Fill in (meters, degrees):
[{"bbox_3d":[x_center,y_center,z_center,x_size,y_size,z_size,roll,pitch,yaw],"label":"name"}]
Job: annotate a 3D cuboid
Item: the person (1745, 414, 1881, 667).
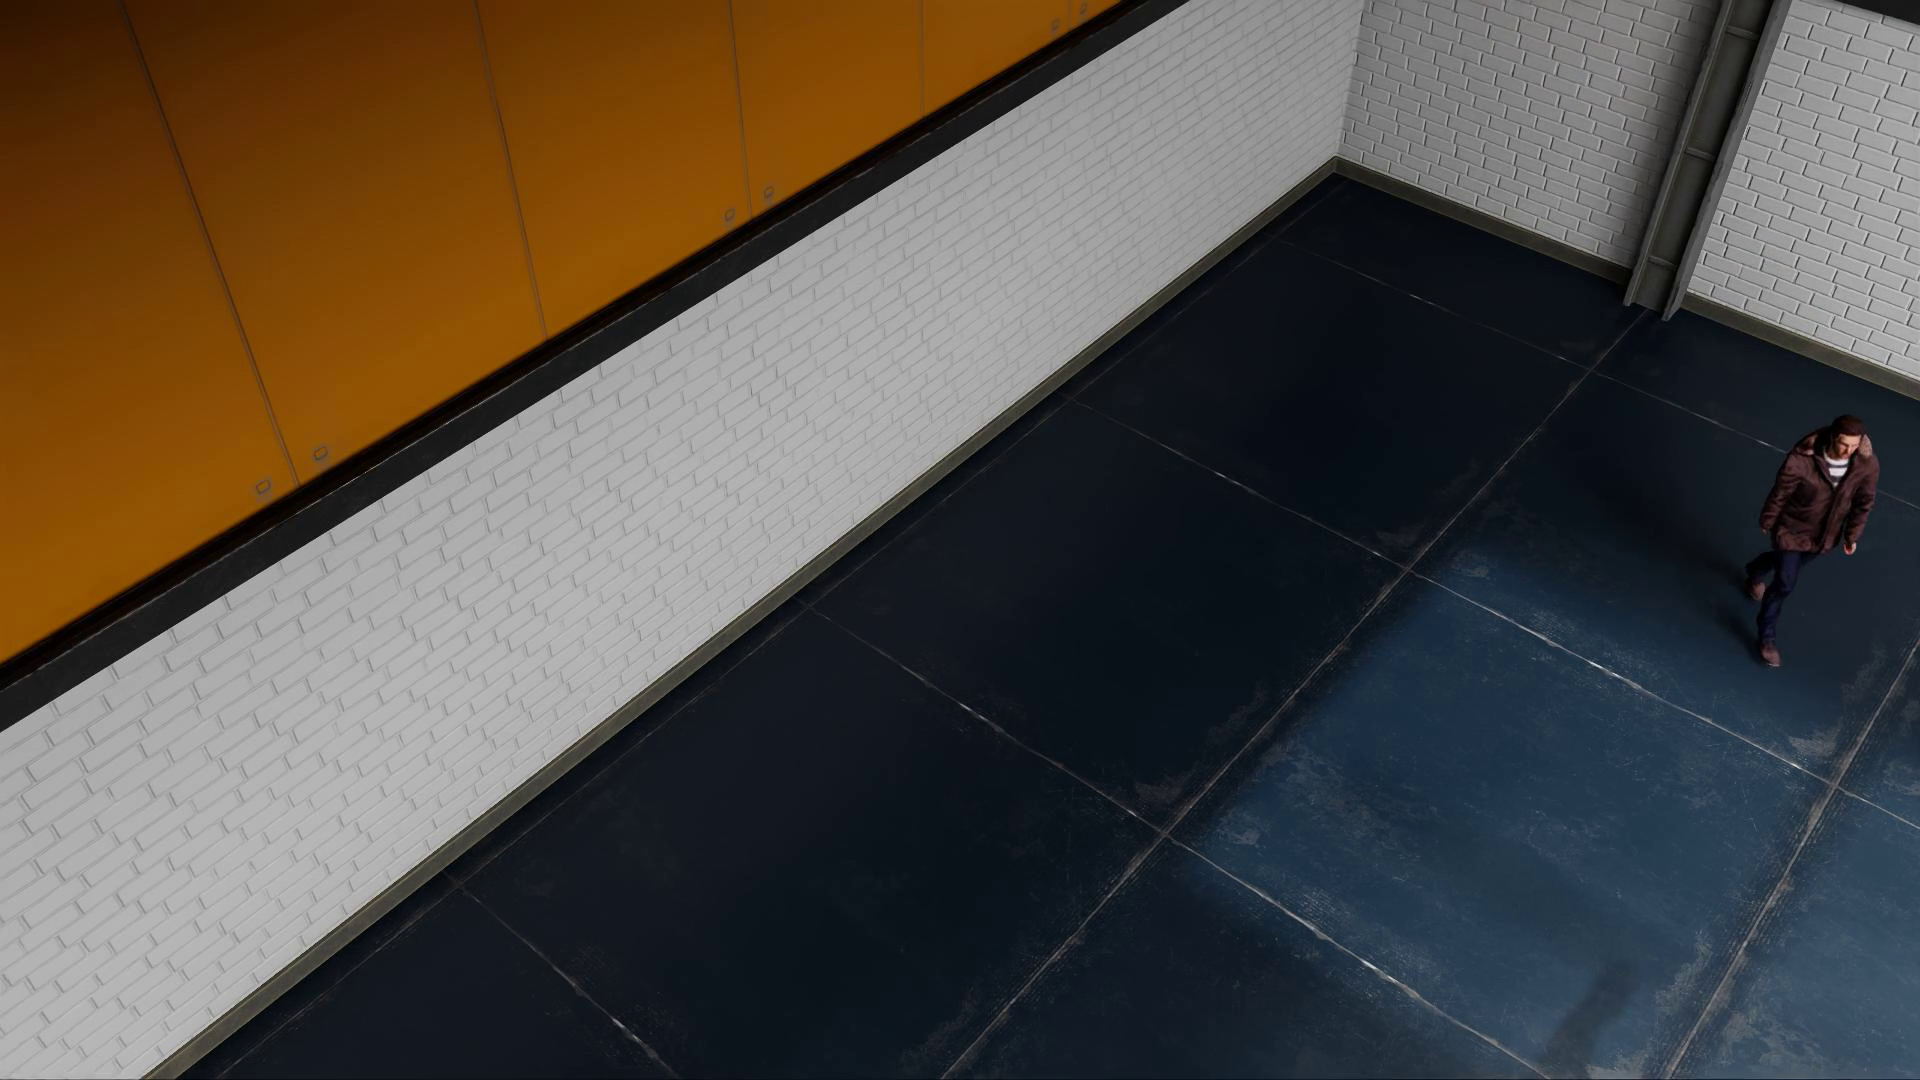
[{"bbox_3d":[5.501,-0.135,10.847,1.217,1.808,1.241,-1,44,-1],"label":"person"}]
